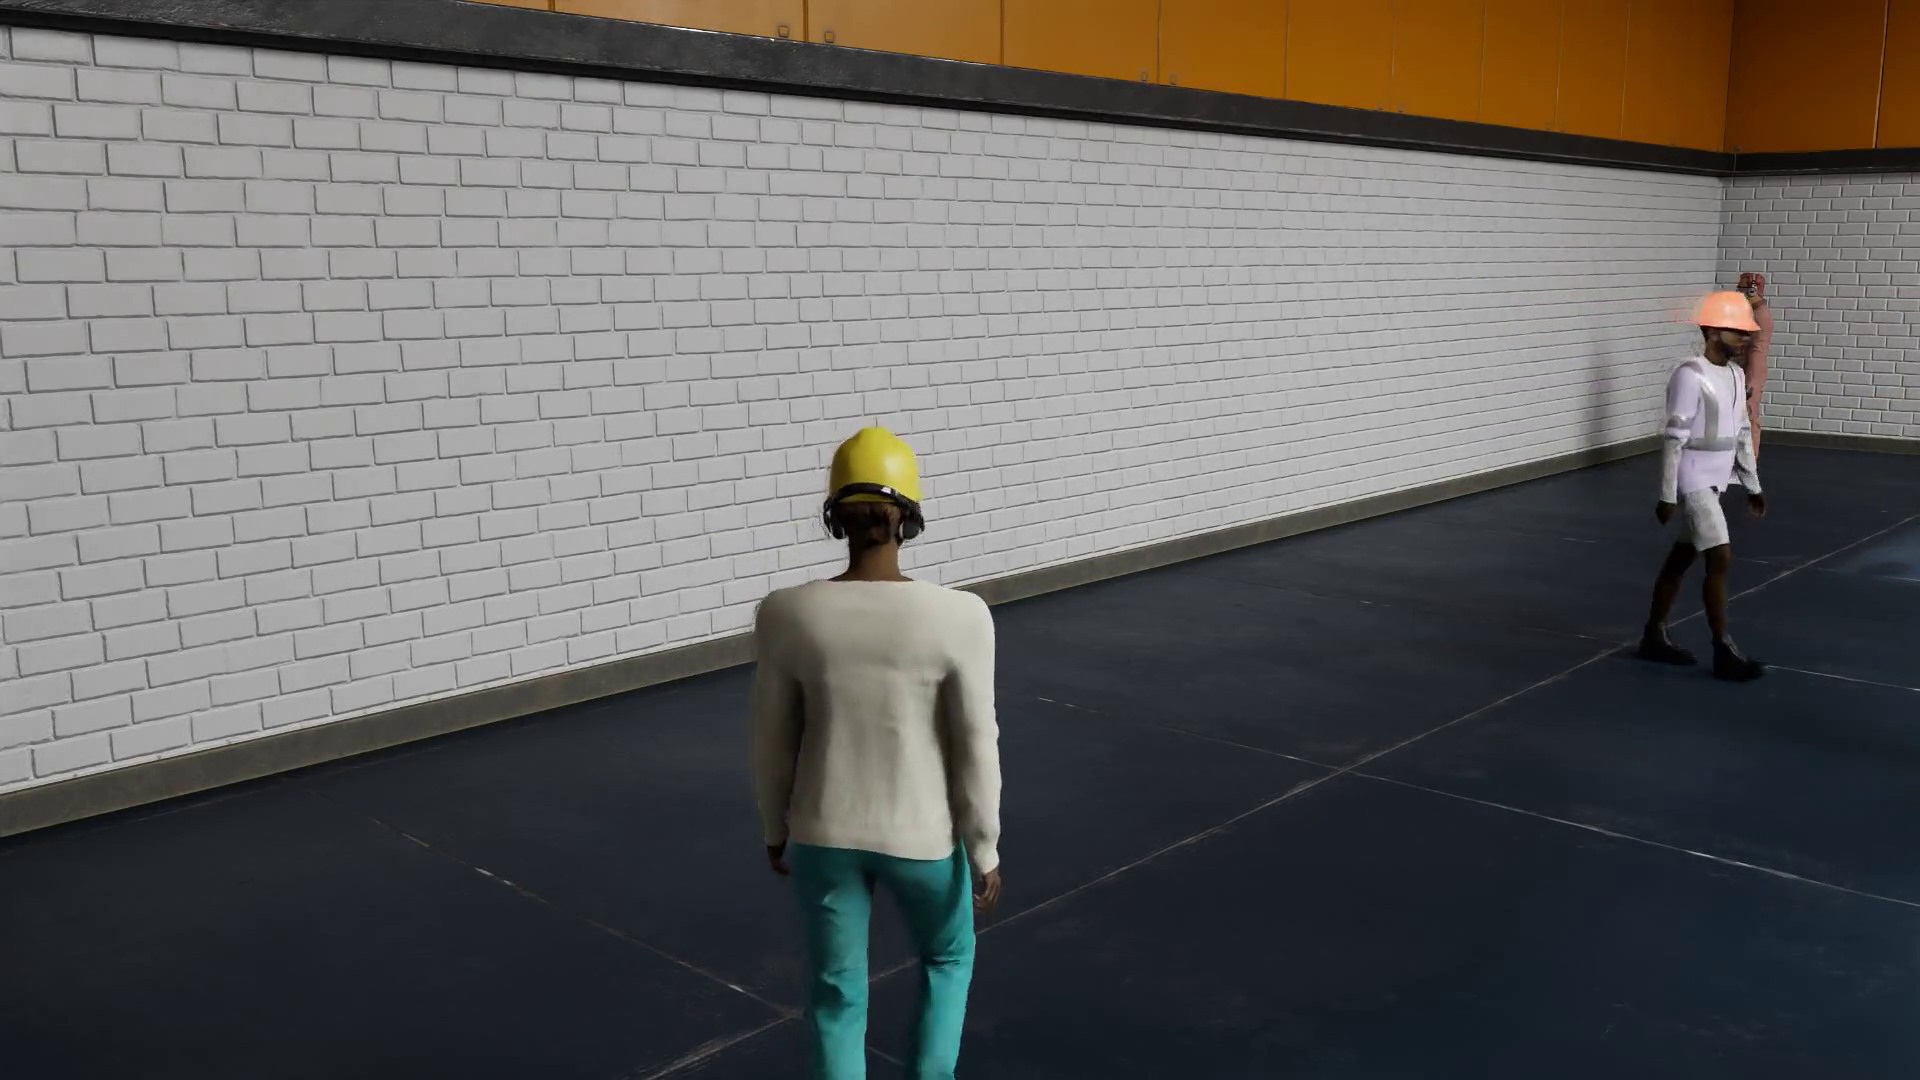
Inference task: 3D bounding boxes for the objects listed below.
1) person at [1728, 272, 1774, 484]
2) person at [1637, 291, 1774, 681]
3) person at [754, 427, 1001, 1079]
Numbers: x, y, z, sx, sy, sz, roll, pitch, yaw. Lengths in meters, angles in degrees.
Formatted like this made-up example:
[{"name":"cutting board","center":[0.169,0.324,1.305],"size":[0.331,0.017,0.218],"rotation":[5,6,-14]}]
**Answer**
[{"name":"person","center":[7.092,-1.457,15.055],"size":[0.407,1.910,0.639],"rotation":[3,10,17]},{"name":"person","center":[3.804,-0.267,8.261],"size":[0.559,1.902,0.853],"rotation":[-9,14,-42]},{"name":"person","center":[-0.174,0.627,3.634],"size":[0.550,1.752,0.503],"rotation":[1,10,8]}]
